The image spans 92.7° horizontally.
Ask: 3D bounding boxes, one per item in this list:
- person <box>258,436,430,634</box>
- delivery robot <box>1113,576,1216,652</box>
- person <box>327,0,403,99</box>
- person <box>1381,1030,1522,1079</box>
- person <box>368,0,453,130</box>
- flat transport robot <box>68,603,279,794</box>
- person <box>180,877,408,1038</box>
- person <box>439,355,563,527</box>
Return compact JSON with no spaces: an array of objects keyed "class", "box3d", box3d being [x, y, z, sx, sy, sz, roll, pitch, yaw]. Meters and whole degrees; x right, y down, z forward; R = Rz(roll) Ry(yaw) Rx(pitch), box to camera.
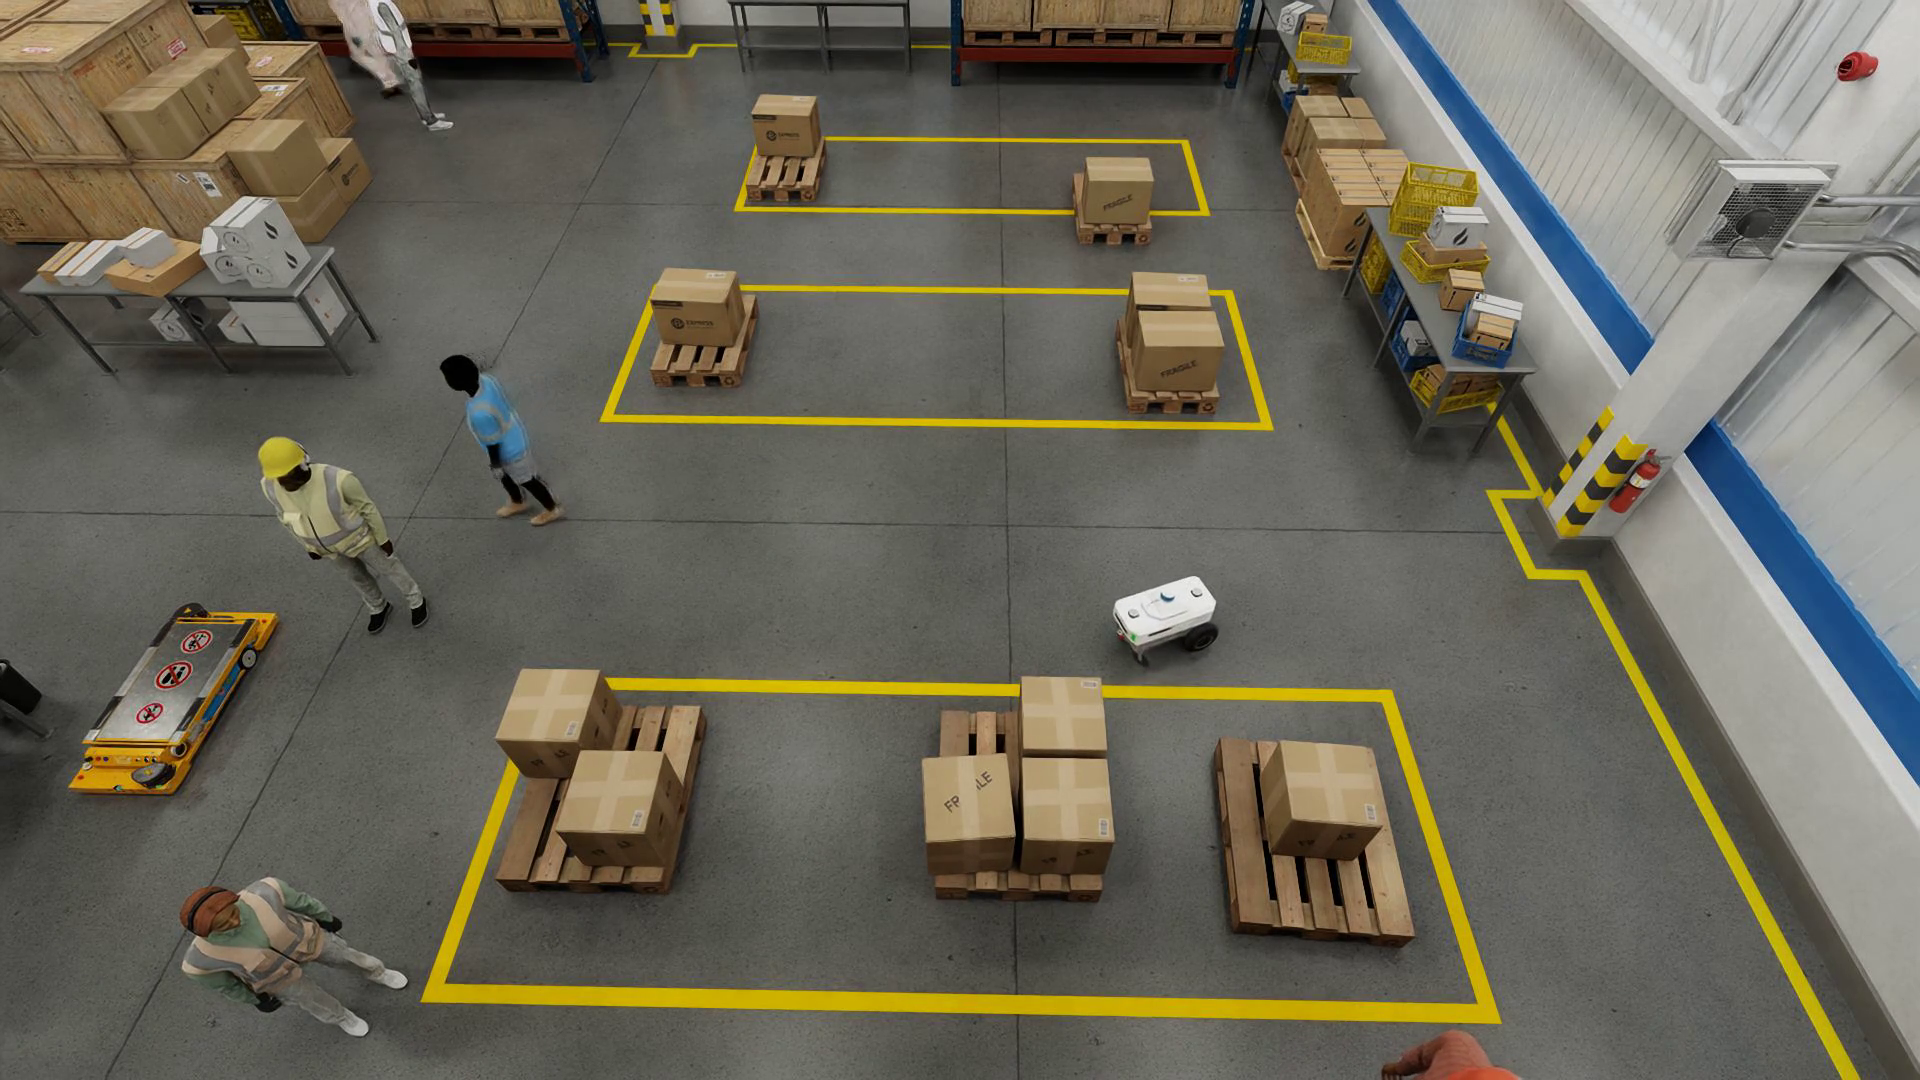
[{"class":"person","box3d":[-4.267,-0.009,6.338,0.590,1.836,0.404,-7,50,-6]},{"class":"delivery robot","box3d":[1.475,0.521,6.664,0.707,0.478,0.477,-17,52,-13]},{"class":"person","box3d":[-7.949,-6.785,12.048,0.411,1.885,0.649,3,50,2]},{"class":"person","box3d":[2.009,2.612,4.033,0.439,1.981,0.628,6,50,5]},{"class":"person","box3d":[-7.001,-6.160,11.489,0.391,1.920,0.587,-28,55,-22]},{"class":"flat transport robot","box3d":[-5.504,1.072,6.442,0.652,0.197,1.431,1,50,1]},{"class":"person","box3d":[-3.403,2.124,4.667,0.313,1.634,0.514,19,52,15]},{"class":"person","box3d":[-3.612,-0.698,7.022,0.621,1.673,0.554,-17,52,-14]}]
